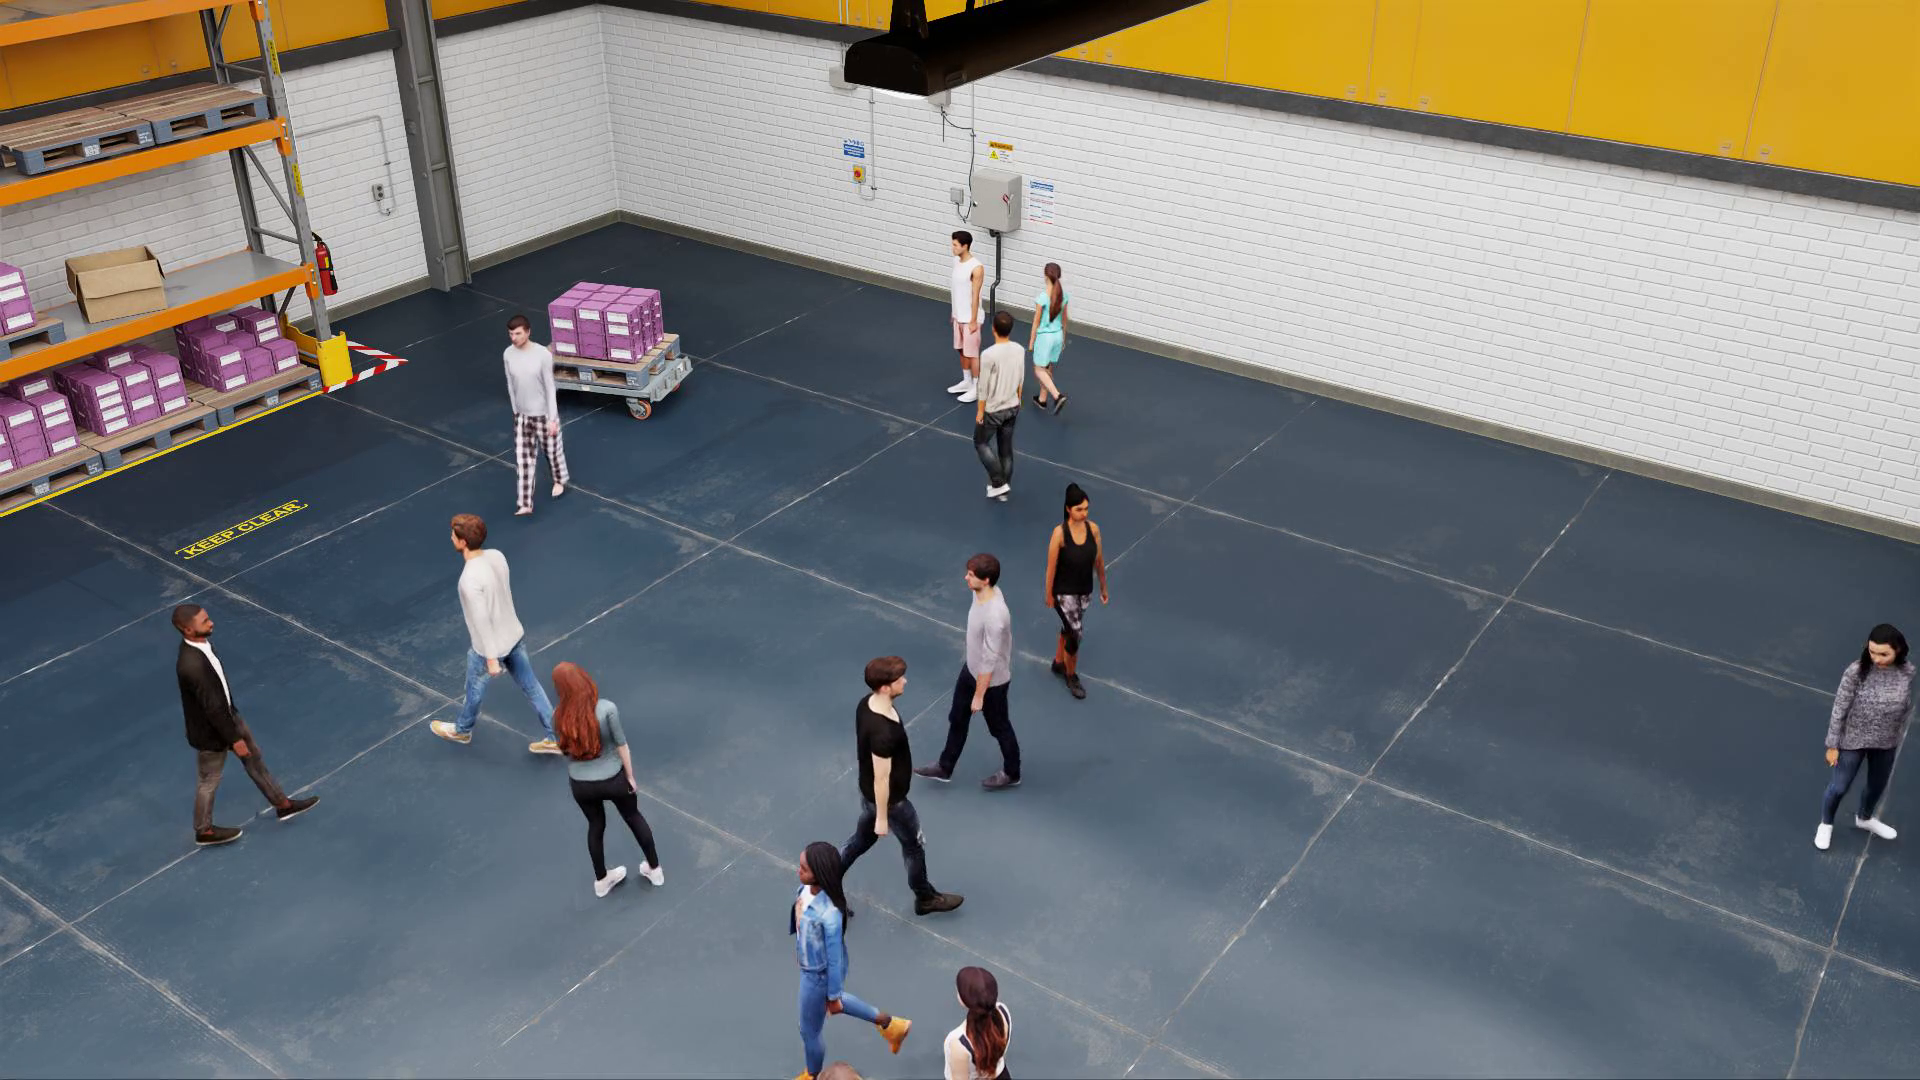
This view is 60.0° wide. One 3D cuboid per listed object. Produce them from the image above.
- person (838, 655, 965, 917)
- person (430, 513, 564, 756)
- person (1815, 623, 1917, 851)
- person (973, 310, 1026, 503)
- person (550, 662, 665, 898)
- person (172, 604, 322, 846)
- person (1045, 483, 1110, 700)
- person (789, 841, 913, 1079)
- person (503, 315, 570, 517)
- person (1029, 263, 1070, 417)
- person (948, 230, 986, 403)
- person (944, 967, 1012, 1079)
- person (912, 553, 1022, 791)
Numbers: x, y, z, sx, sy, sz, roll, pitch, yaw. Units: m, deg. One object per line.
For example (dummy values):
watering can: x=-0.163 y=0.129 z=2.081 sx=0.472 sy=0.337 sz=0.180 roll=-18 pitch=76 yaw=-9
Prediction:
person: x=-0.546 y=1.522 z=9.875 sx=1.278 sy=1.862 sz=1.183 roll=-6 pitch=29 yaw=-11
person: x=-3.076 y=0.724 z=11.365 sx=1.033 sy=1.836 sz=1.272 roll=7 pitch=29 yaw=13
person: x=5.759 y=1.244 z=10.561 sx=0.906 sy=1.694 sz=0.892 roll=-6 pitch=29 yaw=-11
person: x=0.406 y=-1.146 z=14.825 sx=0.723 sy=1.805 sz=0.846 roll=-18 pitch=33 yaw=-29
person: x=-2.243 y=1.507 z=10.054 sx=0.837 sy=1.718 sz=0.866 roll=6 pitch=29 yaw=12
person: x=-4.825 y=1.215 z=10.532 sx=1.129 sy=1.771 sz=1.027 roll=-8 pitch=30 yaw=-14
person: x=0.782 y=0.320 z=12.303 sx=0.746 sy=1.648 sz=0.769 roll=-20 pitch=35 yaw=-33
person: x=-0.629 y=2.243 z=8.728 sx=1.082 sy=1.694 sz=0.992 roll=-7 pitch=29 yaw=-13
person: x=-3.745 y=-1.164 z=14.858 sx=0.991 sy=1.805 sz=1.224 roll=3 pitch=29 yaw=6
person: x=0.921 y=-1.980 z=16.628 sx=0.935 sy=1.543 sz=0.880 roll=-18 pitch=33 yaw=-29
person: x=0.095 y=-2.297 z=16.964 sx=0.739 sy=1.778 sz=0.740 roll=-15 pitch=32 yaw=-26
person: x=0.102 y=2.697 z=7.946 sx=0.604 sy=1.646 sz=0.468 roll=20 pitch=34 yaw=32
person: x=0.266 y=0.893 z=11.072 sx=1.105 sy=1.819 sz=1.021 roll=-7 pitch=29 yaw=-13
